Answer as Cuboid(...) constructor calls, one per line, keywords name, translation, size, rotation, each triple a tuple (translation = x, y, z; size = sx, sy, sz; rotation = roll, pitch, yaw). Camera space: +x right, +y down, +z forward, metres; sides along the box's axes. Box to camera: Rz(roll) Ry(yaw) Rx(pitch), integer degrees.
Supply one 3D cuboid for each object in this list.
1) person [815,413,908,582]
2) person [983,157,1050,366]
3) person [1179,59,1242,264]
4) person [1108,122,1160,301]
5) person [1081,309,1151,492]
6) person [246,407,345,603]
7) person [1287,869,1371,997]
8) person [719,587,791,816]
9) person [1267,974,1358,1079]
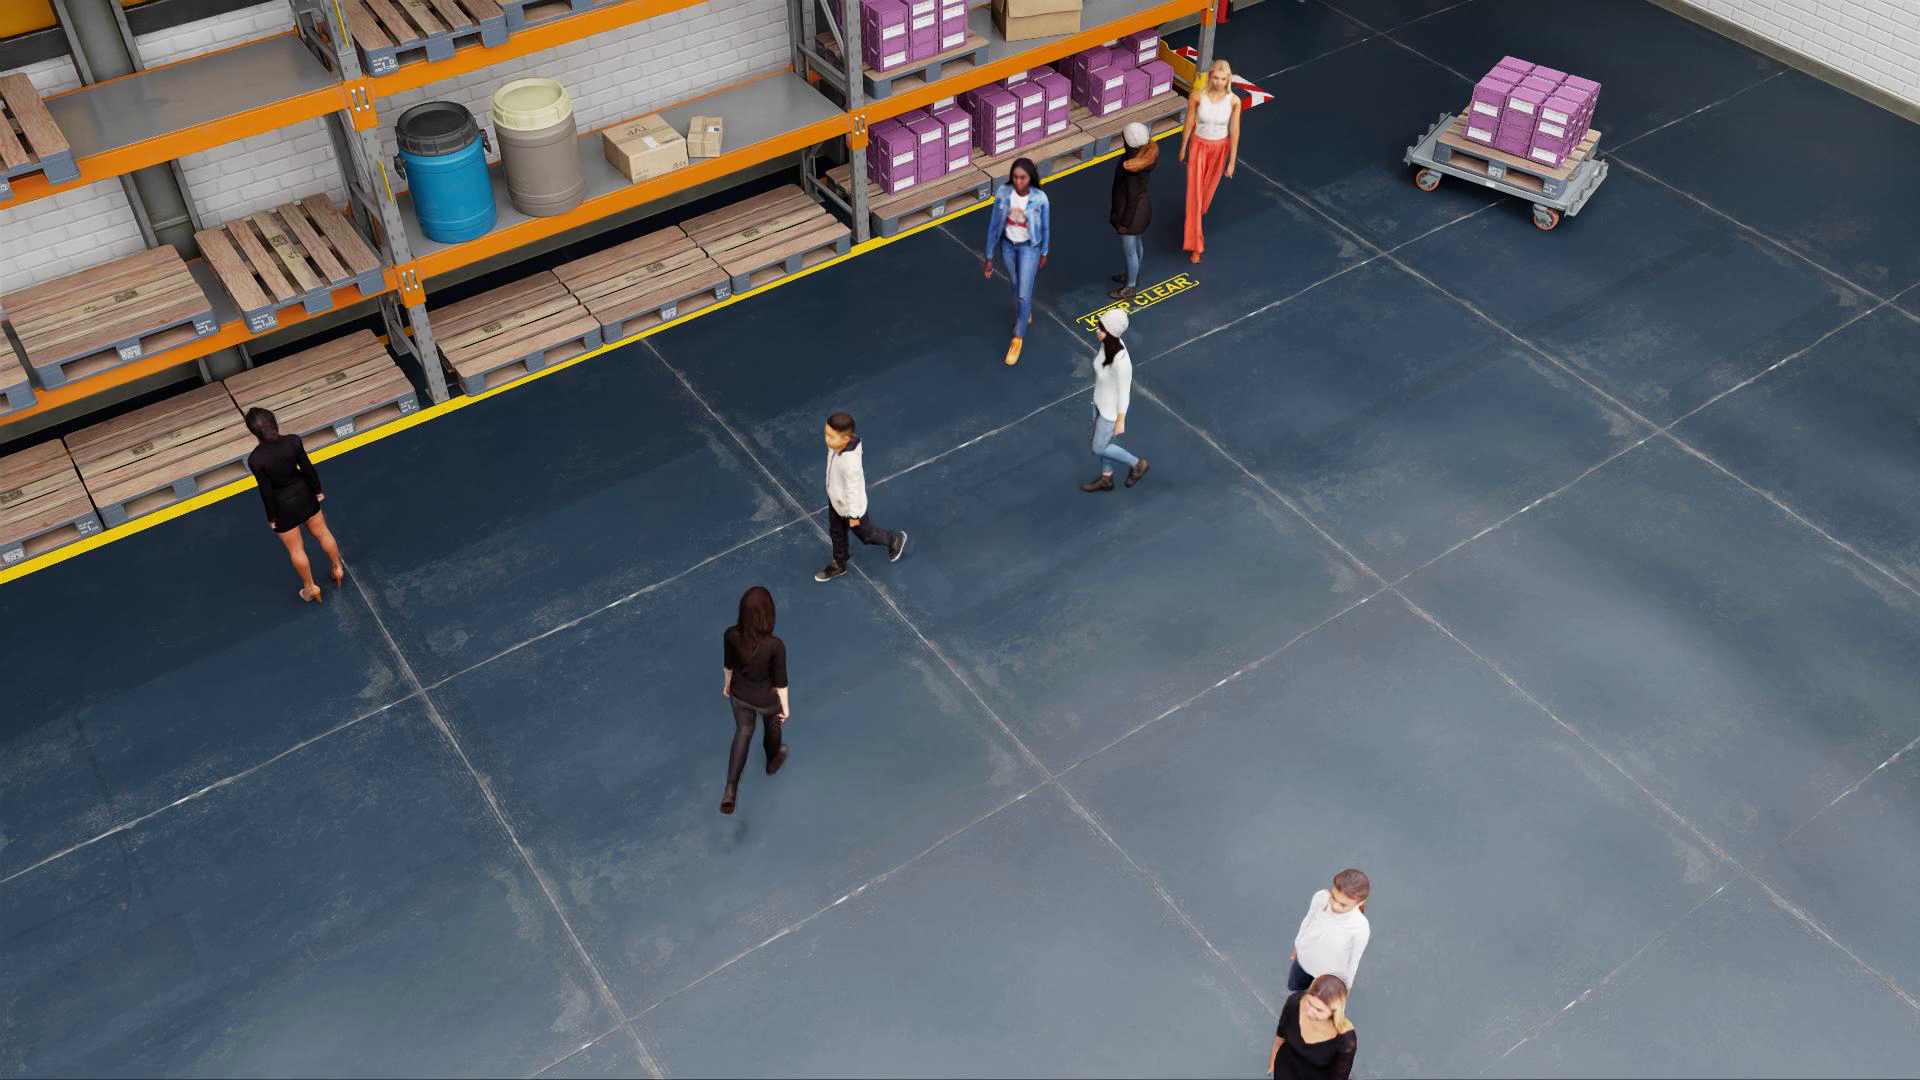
Cuboid(name="person", translation=(-0.708, -0.310, 11.427), size=(0.932, 1.434, 0.663), rotation=(-21, 47, -21))
Cuboid(name="person", translation=(0.502, -2.355, 13.390), size=(0.935, 1.686, 1.076), rotation=(15, 46, 15))
Cuboid(name="person", translation=(2.161, -3.378, 14.429), size=(1.278, 1.734, 1.267), rotation=(4, 44, 5))
Cuboid(name="person", translation=(1.439, -2.745, 13.837), size=(0.792, 1.635, 0.714), rotation=(12, 45, 13))
Cuboid(name="person", translation=(1.156, -0.985, 11.992), size=(0.834, 1.630, 0.734), rotation=(-7, 44, -7))
Cuboid(name="person", translation=(-4.493, -0.238, 11.202), size=(0.707, 1.640, 0.633), rotation=(30, 51, 28))
Cuboid(name="person", translation=(1.957, 2.187, 8.726), size=(0.921, 1.542, 0.582), rotation=(-33, 53, -30))
Cuboid(name="person", translation=(-1.245, 0.986, 9.930), size=(0.943, 1.620, 1.059), rotation=(10, 44, 10))
Cuboid(name="person", translation=(1.758, 2.603, 8.200), size=(0.708, 1.665, 0.624), rotation=(-35, 53, -31))
